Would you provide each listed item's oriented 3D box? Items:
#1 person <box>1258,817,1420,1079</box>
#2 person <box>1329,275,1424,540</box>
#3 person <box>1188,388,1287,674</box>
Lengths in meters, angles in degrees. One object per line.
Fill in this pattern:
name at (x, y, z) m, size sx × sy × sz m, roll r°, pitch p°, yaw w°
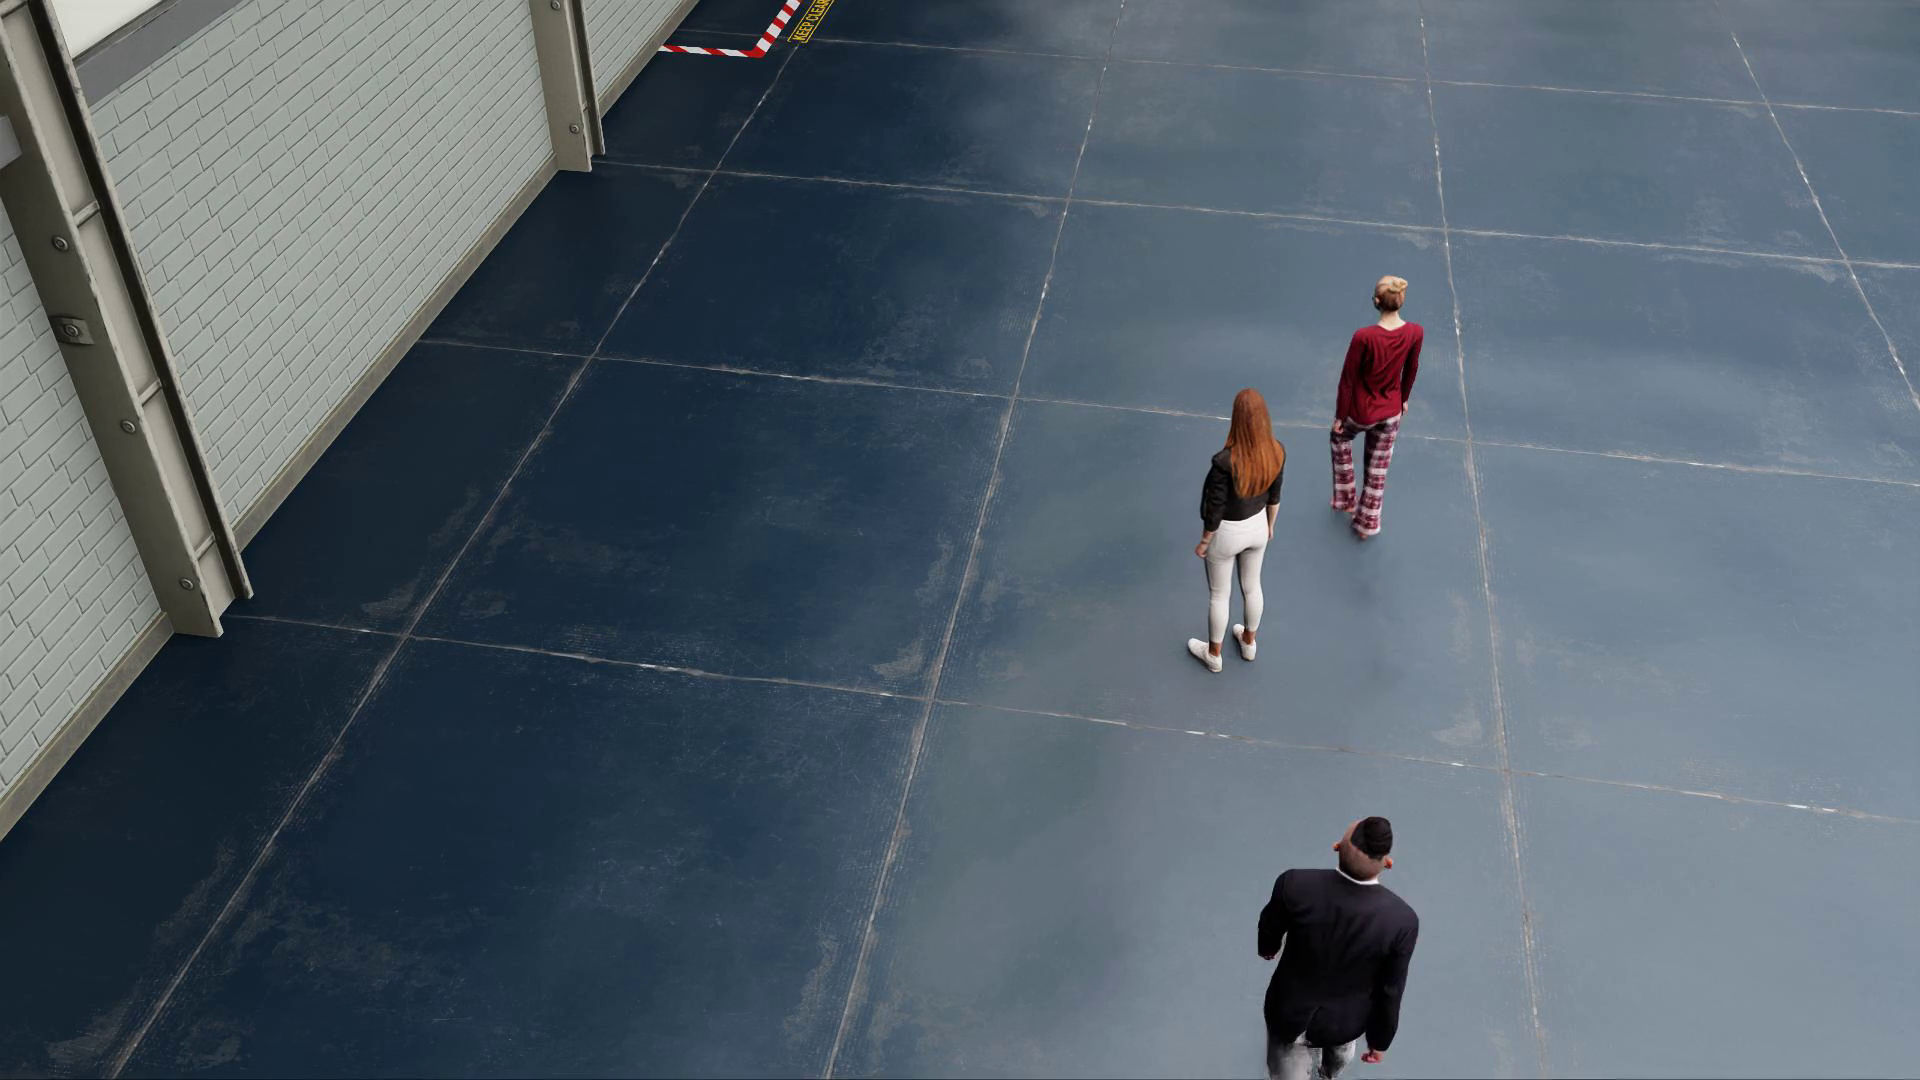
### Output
person at (1.320, 1.802, 6.169) m, size 0.773 × 1.897 × 1.202 m, roll 9°, pitch 39°, yaw 11°
person at (2.400, -0.719, 9.559) m, size 0.773 × 1.690 × 0.806 m, roll -6°, pitch 38°, yaw -7°
person at (1.451, -0.040, 8.682) m, size 0.690 × 1.701 × 0.701 m, roll -14°, pitch 40°, yaw -17°
